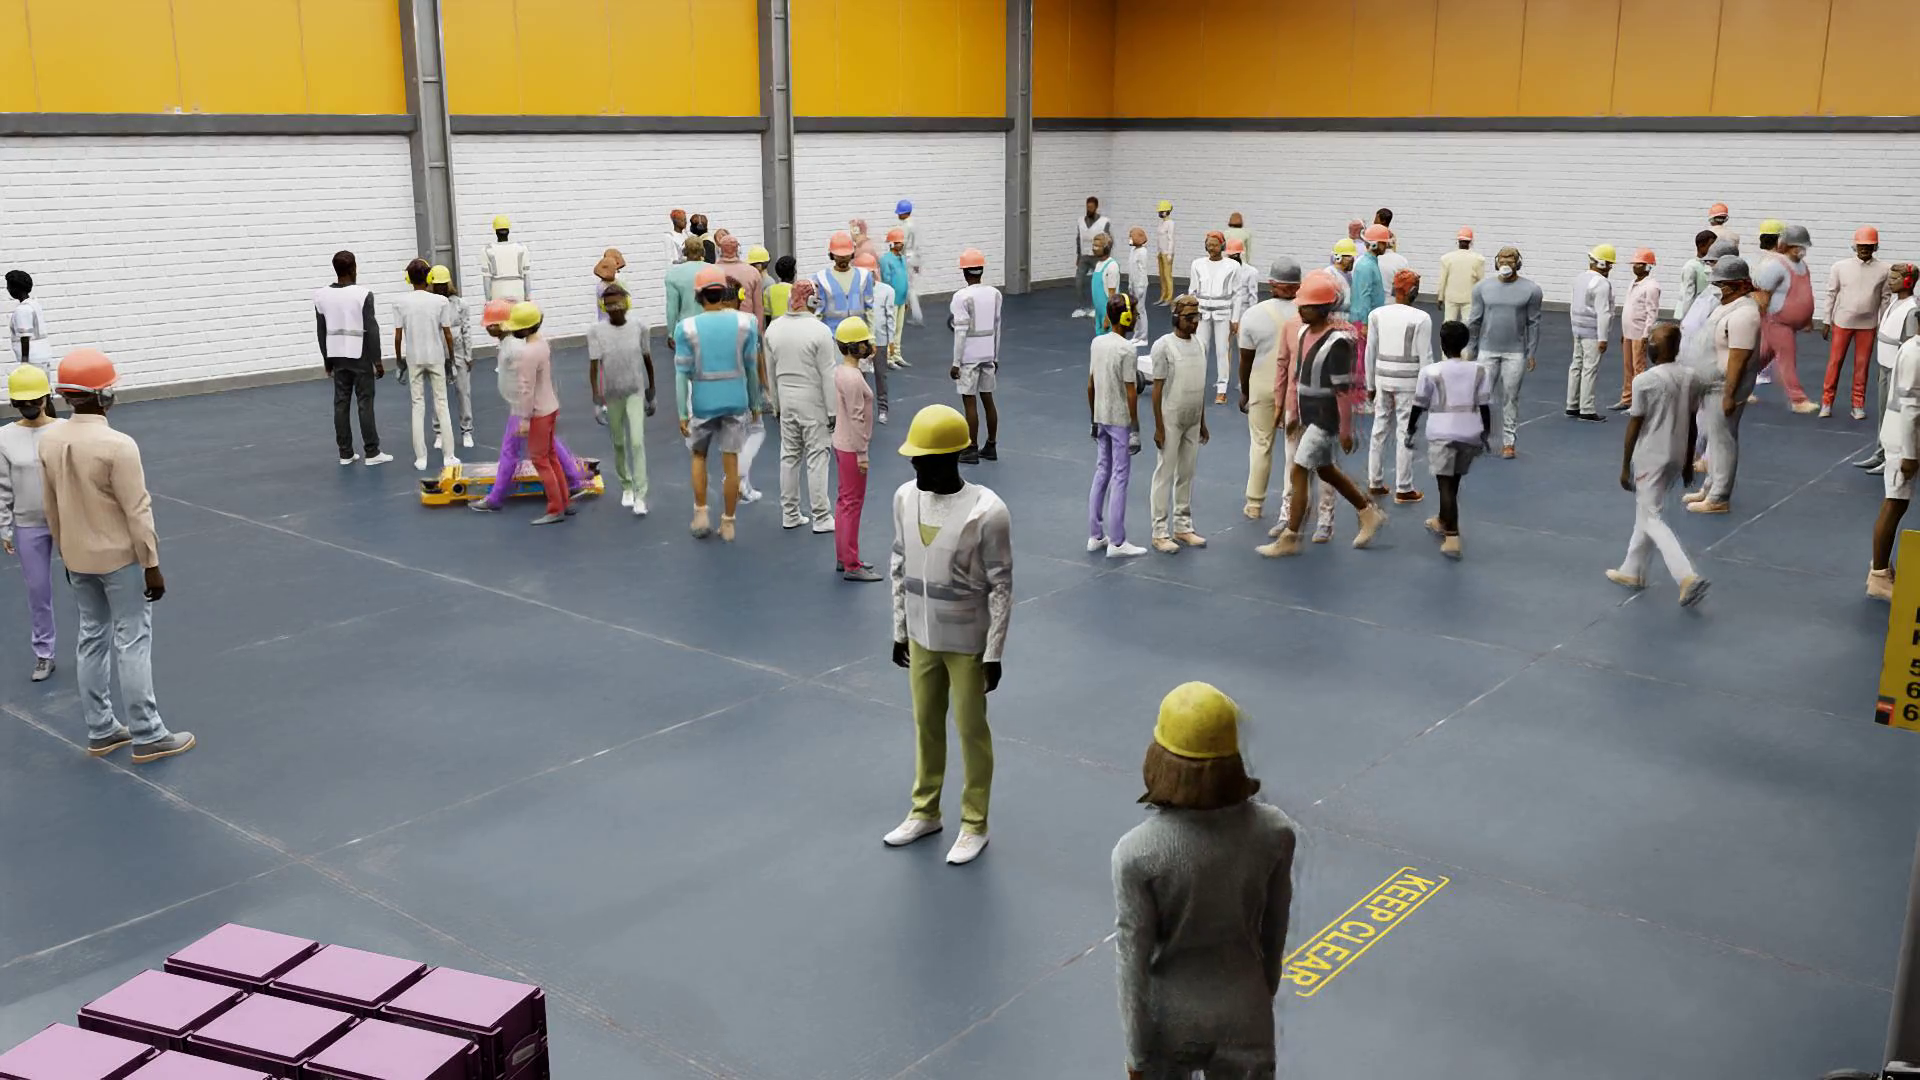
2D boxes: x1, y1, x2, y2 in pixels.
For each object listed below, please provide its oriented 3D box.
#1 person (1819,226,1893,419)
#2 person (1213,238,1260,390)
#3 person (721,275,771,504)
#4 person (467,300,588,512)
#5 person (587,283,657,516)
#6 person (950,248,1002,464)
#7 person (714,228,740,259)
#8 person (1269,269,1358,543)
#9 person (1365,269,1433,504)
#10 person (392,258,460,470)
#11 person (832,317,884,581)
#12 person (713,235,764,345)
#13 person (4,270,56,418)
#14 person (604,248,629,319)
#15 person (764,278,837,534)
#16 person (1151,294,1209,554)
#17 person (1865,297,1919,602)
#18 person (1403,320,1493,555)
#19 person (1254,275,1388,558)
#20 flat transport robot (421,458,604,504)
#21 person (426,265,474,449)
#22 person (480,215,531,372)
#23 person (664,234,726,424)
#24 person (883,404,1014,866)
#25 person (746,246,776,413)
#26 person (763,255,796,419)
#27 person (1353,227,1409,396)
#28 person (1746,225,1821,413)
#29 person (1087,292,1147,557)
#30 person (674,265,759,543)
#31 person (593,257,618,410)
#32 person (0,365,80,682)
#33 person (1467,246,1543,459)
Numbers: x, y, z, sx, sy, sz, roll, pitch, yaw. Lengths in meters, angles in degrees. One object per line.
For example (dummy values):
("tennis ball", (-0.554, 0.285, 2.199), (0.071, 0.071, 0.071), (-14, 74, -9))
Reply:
("person", (9.299, -2.252, 17.265), (0.626, 1.992, 0.387), (5, 15, 19))
("person", (3.158, -2.602, 19.176), (0.567, 1.743, 0.351), (10, 17, 36))
("person", (-1.784, -1.191, 13.343), (0.605, 1.835, 0.502), (6, 15, 22))
("person", (-3.451, -1.076, 13.211), (0.944, 1.688, 0.606), (-5, 15, -18))
("person", (-2.625, -1.094, 12.993), (0.503, 1.810, 0.971), (-3, 14, -11))
("person", (0.121, -1.654, 14.997), (0.552, 1.933, 0.368), (-13, 19, -41))
("person", (-3.190, -3.379, 22.490), (0.514, 1.641, 0.307), (3, 14, 11))
("person", (2.584, -0.980, 12.188), (0.612, 1.993, 0.376), (9, 17, 31))
("person", (3.543, -1.235, 13.426), (0.349, 1.884, 0.584), (-13, 19, -43))
("person", (-4.730, -1.550, 14.724), (0.535, 1.864, 0.309), (-3, 14, -12))
("person", (-0.702, -0.609, 11.159), (0.302, 1.772, 0.525), (-3, 14, -13))
("person", (-2.346, -2.171, 17.128), (0.650, 1.904, 0.401), (-3, 14, -13))
("person", (-8.737, -1.696, 15.676), (0.319, 1.687, 0.539), (-4, 15, -17))
("person", (-3.934, -2.507, 19.017), (0.280, 1.634, 0.498), (-8, 16, -29))
("person", (-1.139, -0.998, 12.445), (0.639, 1.904, 0.409), (10, 17, 34))
("person", (1.581, -0.835, 11.906), (0.508, 1.846, 0.345), (-11, 18, -37))
("person", (6.110, -0.613, 10.637), (0.403, 2.036, 0.608), (9, 17, 32))
("person", (3.525, -0.747, 11.963), (0.548, 1.644, 0.888), (-2, 14, -8))
("person", (2.620, -0.867, 11.724), (0.992, 2.008, 0.599), (-2, 14, -10))
("flat transport robot", (-3.692, -0.499, 13.757), (1.431, 0.197, 0.652), (-4, 15, -15))
("person", (-4.834, -1.718, 15.664), (0.480, 1.733, 0.347), (-4, 15, -16))
("person", (-5.562, -3.007, 20.424), (0.587, 1.926, 0.367), (-7, 16, -26))
("person", (-2.646, -2.097, 16.760), (0.635, 1.937, 0.353), (-5, 15, -21))
("person", (-0.056, 0.389, 6.858), (0.589, 1.924, 0.383), (11, 18, 37))
("person", (-2.092, -2.228, 17.659), (0.342, 1.761, 0.528), (-7, 16, -25))
("person", (-1.783, -2.078, 17.174), (0.530, 1.697, 0.321), (9, 16, 31))
("person", (4.675, -2.509, 18.483), (0.639, 1.903, 0.407), (7, 16, 27))
("person", (8.801, -2.415, 17.826), (0.729, 2.000, 1.034), (-11, 18, -39))
("person", (1.103, -0.813, 11.780), (0.309, 1.864, 0.535), (-9, 16, -31))
("person", (-1.783, -1.000, 12.203), (0.626, 2.020, 0.633), (-4, 14, -14))
("person", (-3.761, -2.215, 17.852), (0.289, 1.632, 0.497), (-1, 14, -5))
("person", (-4.983, -0.088, 9.105), (0.518, 1.756, 0.344), (-6, 15, -22))
("person", (4.960, -1.715, 15.232), (0.635, 1.938, 0.359), (6, 15, 21))
